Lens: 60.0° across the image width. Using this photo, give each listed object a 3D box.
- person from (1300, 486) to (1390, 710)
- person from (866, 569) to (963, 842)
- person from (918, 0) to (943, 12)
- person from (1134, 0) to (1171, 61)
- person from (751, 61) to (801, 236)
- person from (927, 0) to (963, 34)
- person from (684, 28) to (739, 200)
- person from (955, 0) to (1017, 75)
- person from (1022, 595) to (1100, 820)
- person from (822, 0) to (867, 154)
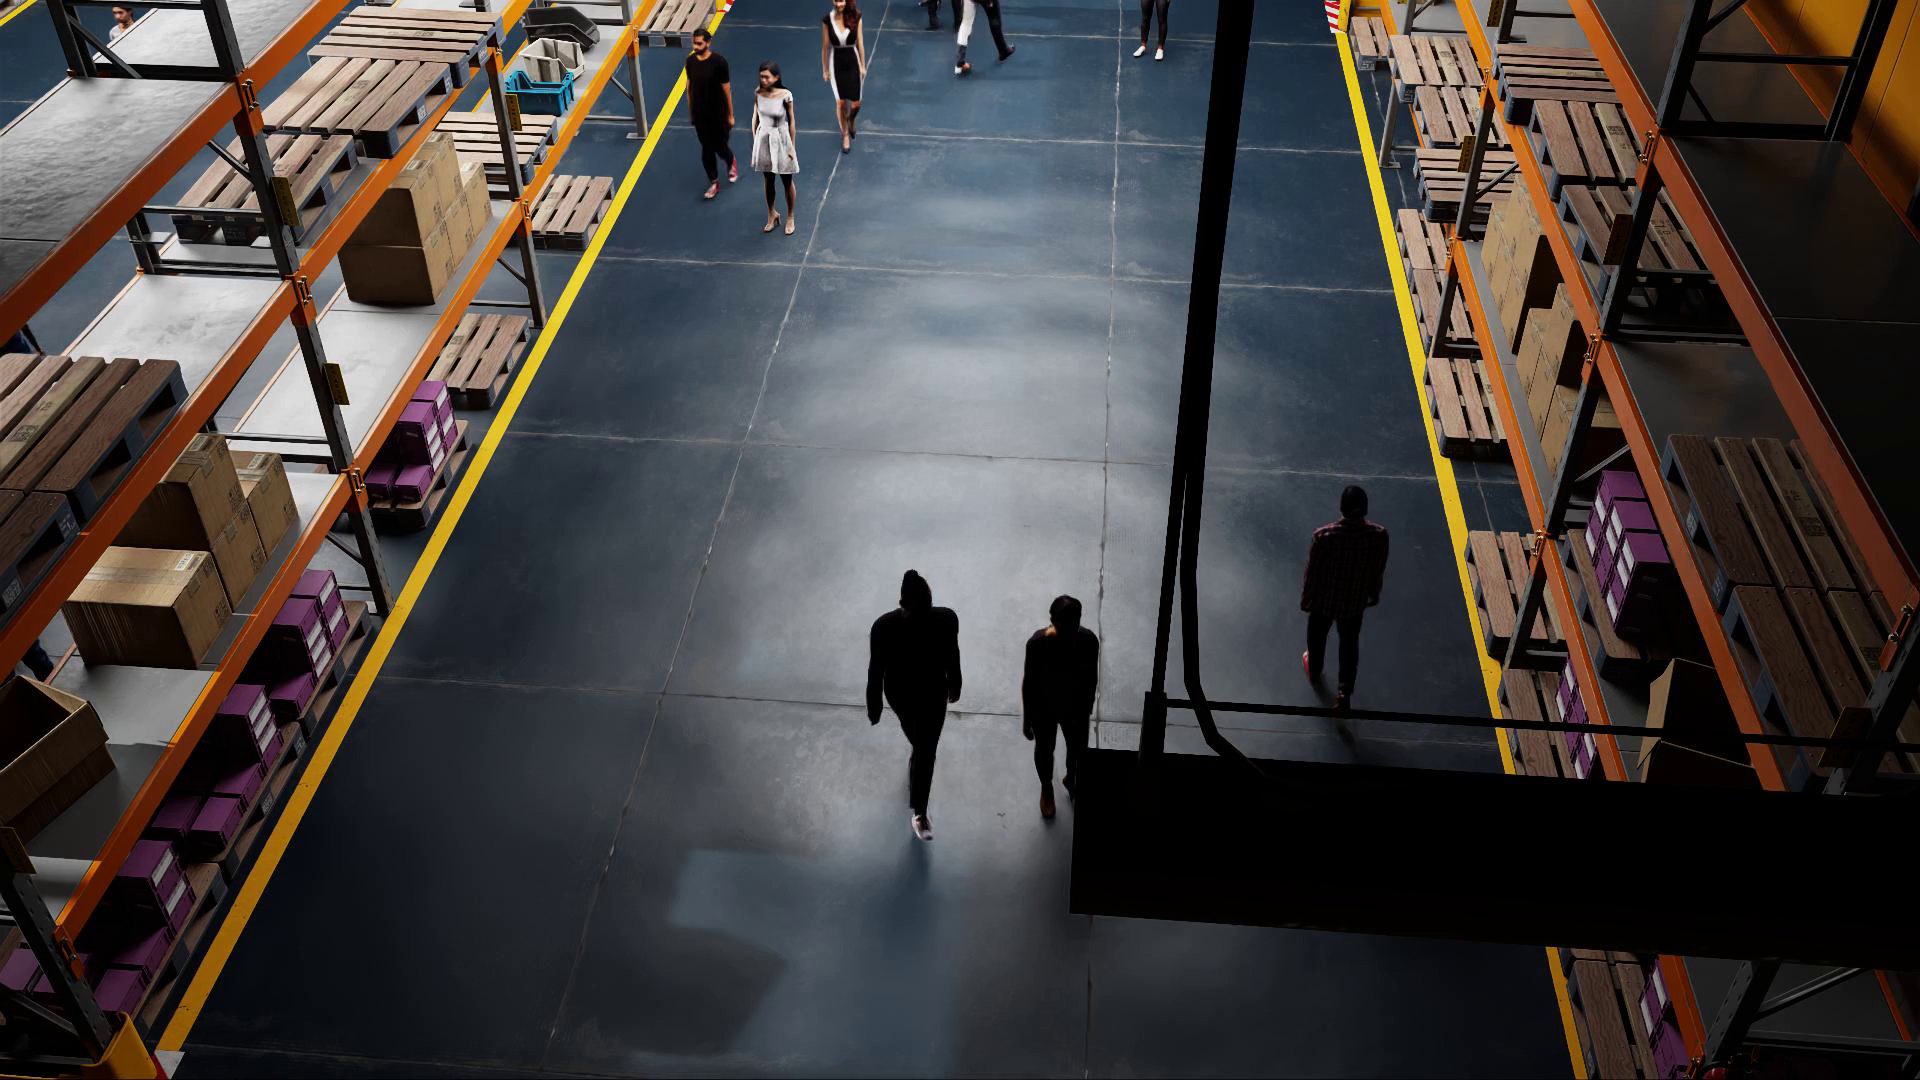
[{"bbox_3d":[2.517,0.396,10.933,0.720,1.743,0.975,0,39,0],"label":"person"},{"bbox_3d":[-0.284,0.836,10.251,0.878,1.905,1.212,-2,39,-3],"label":"person"},{"bbox_3d":[-0.380,-7.532,20.836,0.853,1.774,0.771,-16,41,-20],"label":"person"},{"bbox_3d":[2.325,-6.527,19.678,0.628,1.647,0.622,15,41,18],"label":"person"},{"bbox_3d":[-1.794,-3.811,16.175,0.701,1.774,0.699,11,40,13],"label":"person"},{"bbox_3d":[-0.215,-7.105,20.245,0.830,1.843,0.791,-1,39,-2],"label":"person"},{"bbox_3d":[-2.493,-4.359,16.884,0.714,1.746,0.835,10,40,12],"label":"person"},{"bbox_3d":[0.160,-6.304,19.240,1.088,1.845,1.269,26,45,29],"label":"person"},{"bbox_3d":[0.595,0.959,10.256,0.675,1.708,0.641,-3,39,-4],"label":"person"},{"bbox_3d":[-1.223,-5.018,17.677,0.659,1.787,0.701,-3,39,-4],"label":"person"}]
